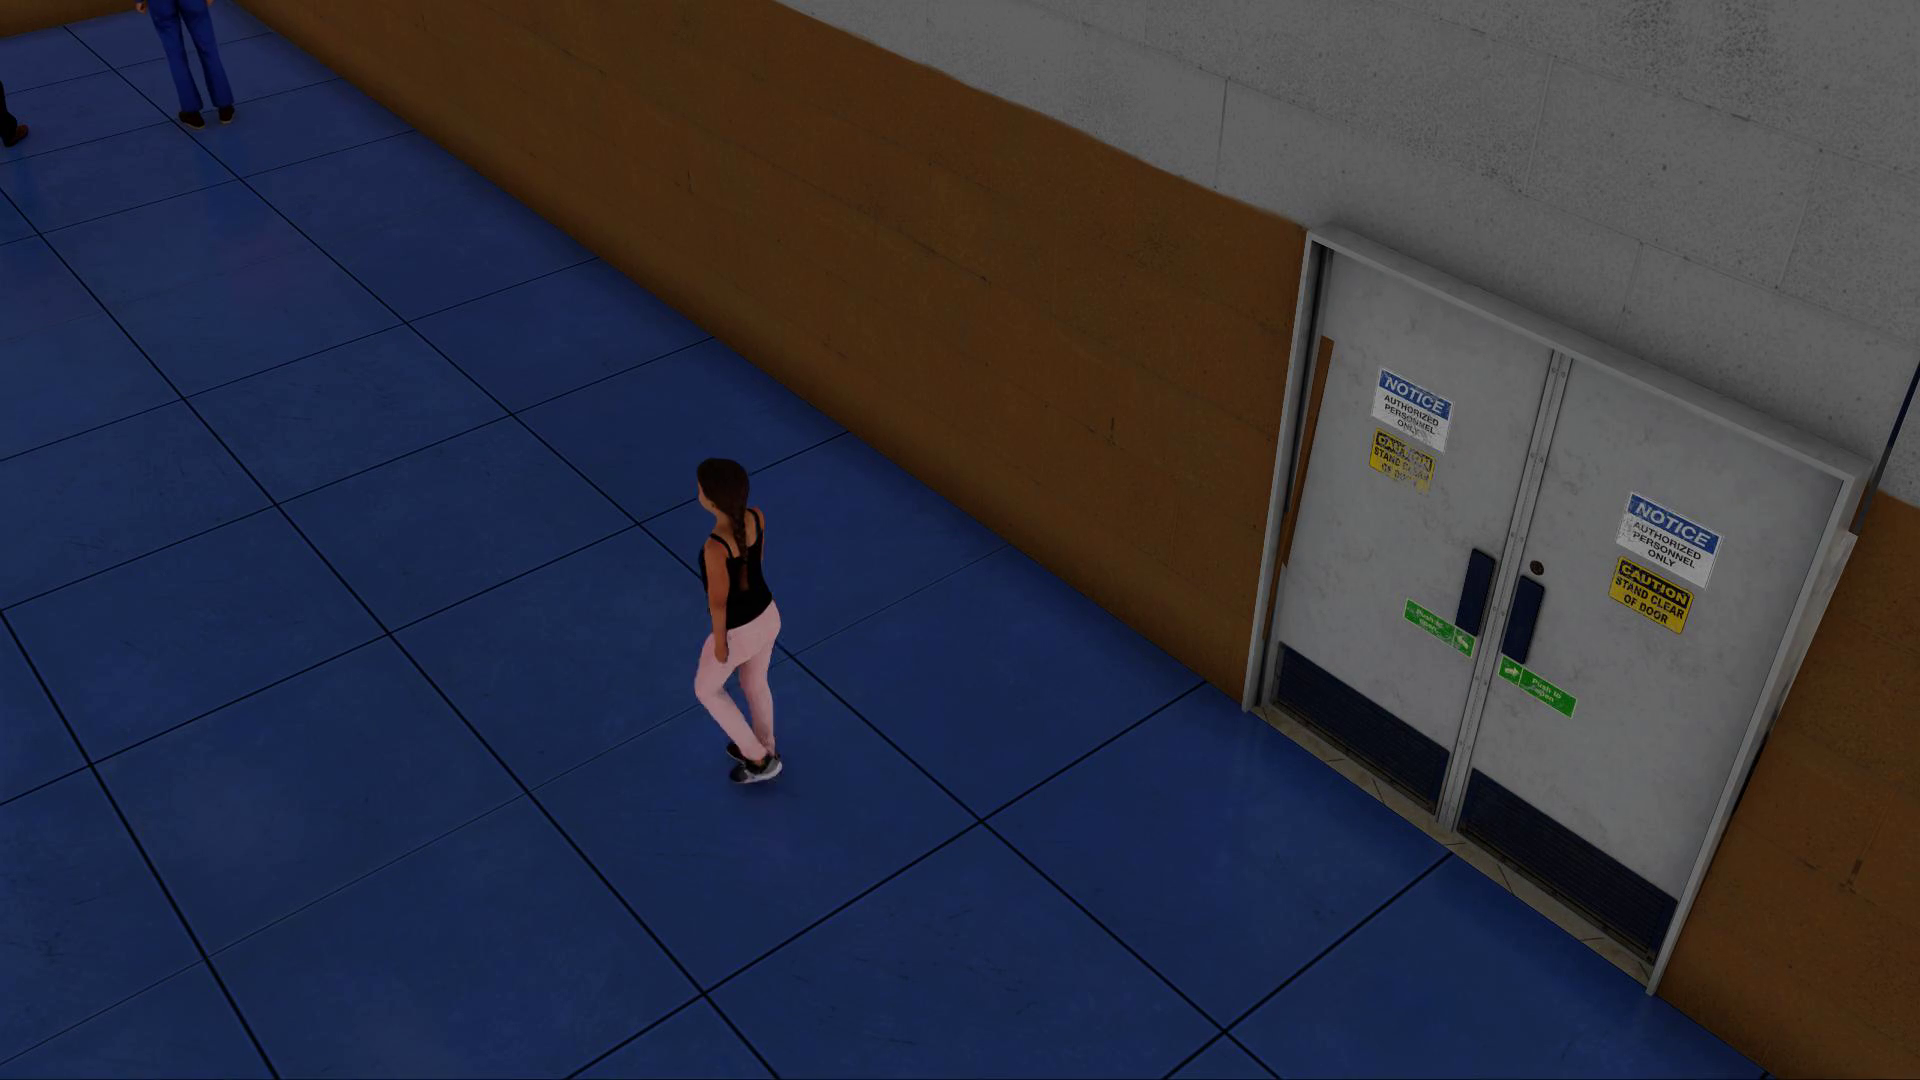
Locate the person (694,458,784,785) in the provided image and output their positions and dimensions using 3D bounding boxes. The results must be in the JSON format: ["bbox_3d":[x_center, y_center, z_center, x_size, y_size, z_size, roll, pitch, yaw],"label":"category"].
[{"bbox_3d":[-0.796,0.360,6.502,0.649,1.550,0.608,22,42,26],"label":"person"}]

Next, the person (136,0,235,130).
[{"bbox_3d":[-5.635,-3.898,11.918,0.586,1.860,0.774,-20,41,-25],"label":"person"}]
